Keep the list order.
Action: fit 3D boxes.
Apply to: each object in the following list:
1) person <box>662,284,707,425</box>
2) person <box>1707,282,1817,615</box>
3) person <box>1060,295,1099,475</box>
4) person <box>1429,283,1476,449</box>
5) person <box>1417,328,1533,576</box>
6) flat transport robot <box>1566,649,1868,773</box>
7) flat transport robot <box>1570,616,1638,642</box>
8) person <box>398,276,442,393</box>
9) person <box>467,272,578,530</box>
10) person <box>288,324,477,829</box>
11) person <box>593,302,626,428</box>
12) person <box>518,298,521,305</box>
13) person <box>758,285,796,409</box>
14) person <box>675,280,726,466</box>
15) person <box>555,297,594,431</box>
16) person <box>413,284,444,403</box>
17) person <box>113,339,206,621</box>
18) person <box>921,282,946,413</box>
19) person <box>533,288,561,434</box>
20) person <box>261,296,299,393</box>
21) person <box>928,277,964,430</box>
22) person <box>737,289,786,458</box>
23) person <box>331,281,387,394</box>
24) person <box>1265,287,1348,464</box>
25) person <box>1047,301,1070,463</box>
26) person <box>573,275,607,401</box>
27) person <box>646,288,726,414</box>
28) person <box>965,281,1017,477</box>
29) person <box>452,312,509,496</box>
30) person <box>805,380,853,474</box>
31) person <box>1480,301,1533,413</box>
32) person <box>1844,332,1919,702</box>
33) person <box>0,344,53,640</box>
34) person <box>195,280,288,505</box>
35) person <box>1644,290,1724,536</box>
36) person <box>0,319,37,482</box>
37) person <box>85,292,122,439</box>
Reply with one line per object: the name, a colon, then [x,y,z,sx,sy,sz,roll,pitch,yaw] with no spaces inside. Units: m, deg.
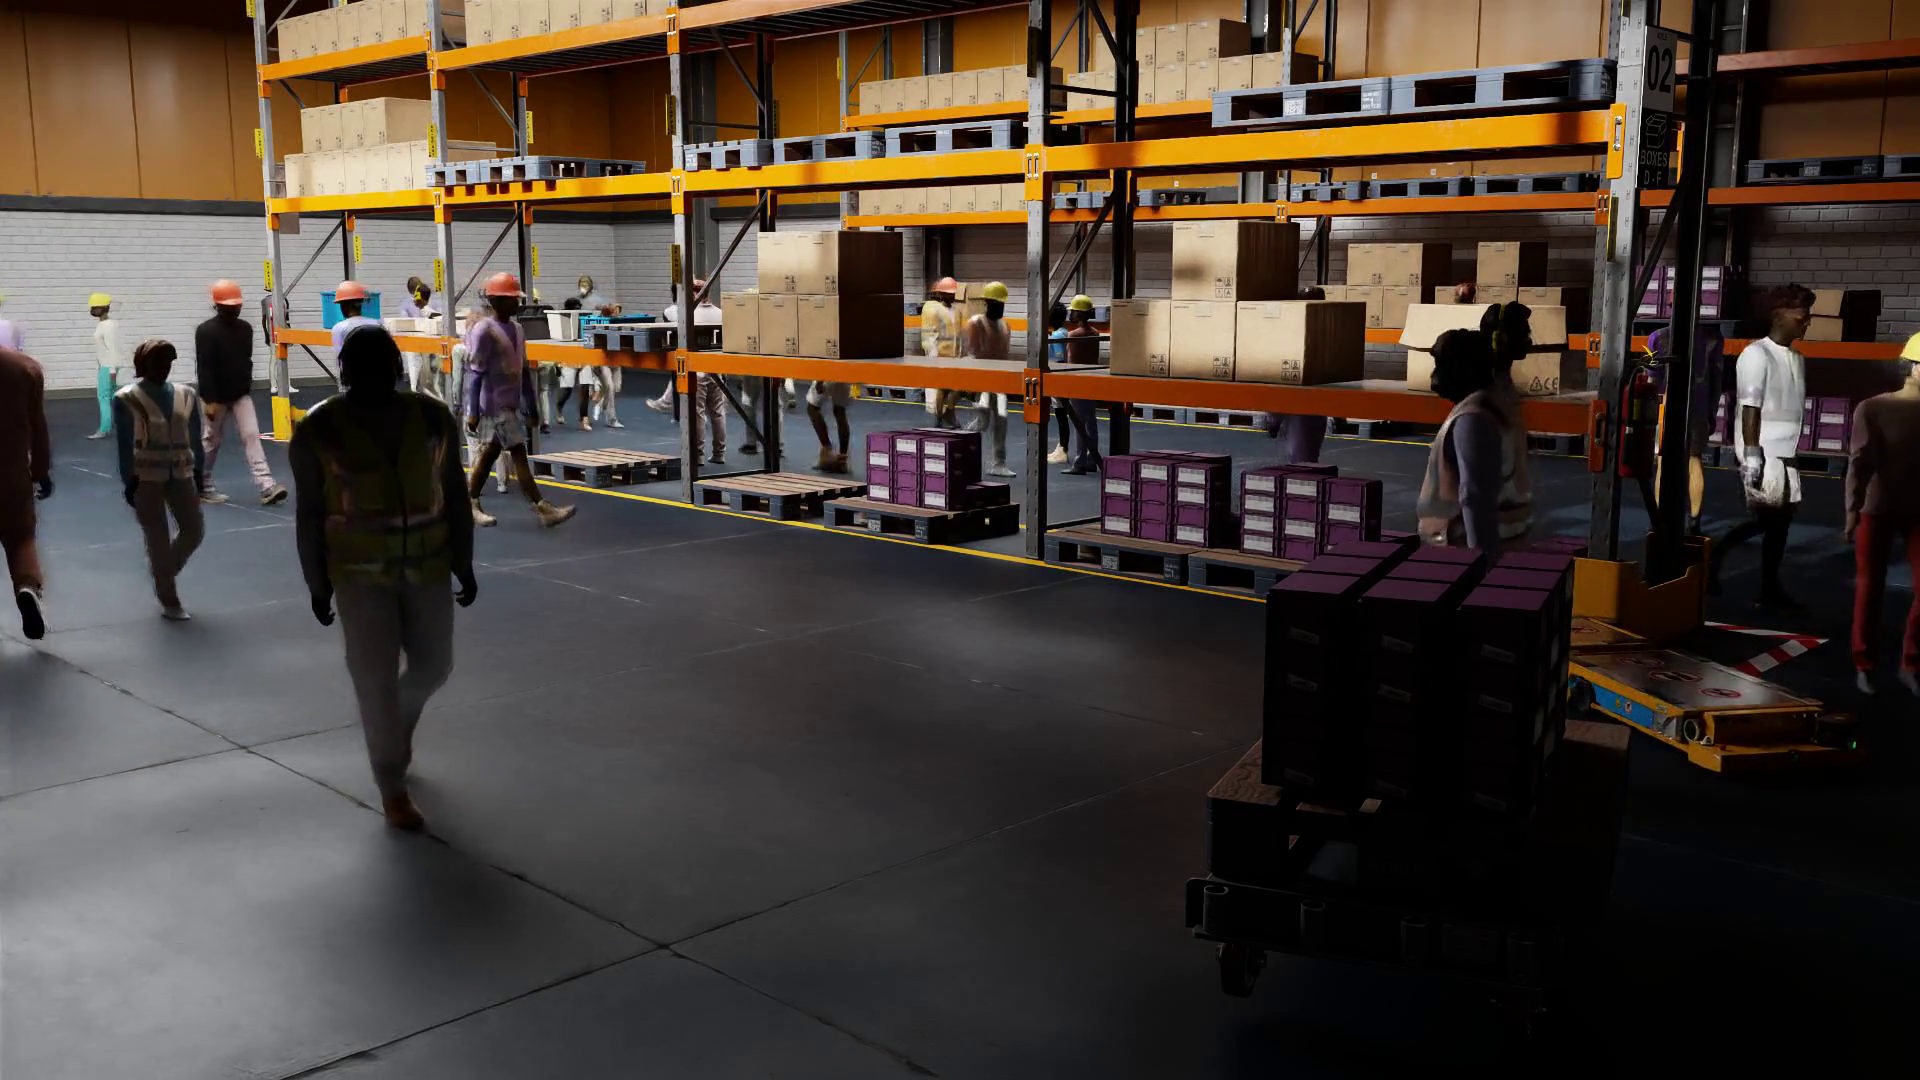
person: [-3.495,-2.371,21.278,0.603,1.873,0.988,-5,11,-30]
person: [4.710,-0.535,9.789,0.627,1.942,0.565,-7,12,-37]
person: [1.190,-1.526,16.406,0.306,1.770,0.532,6,11,33]
person: [5.363,-1.839,18.036,0.803,1.856,0.613,9,13,43]
person: [1.976,0.059,6.626,0.964,1.786,0.641,5,11,28]
flat transport robot: [3.189,0.708,7.282,0.652,0.197,1.431,-2,9,-10]
flat transport robot: [2.740,0.552,8.240,1.431,0.197,0.652,-2,9,-11]
person: [-8.350,-3.126,25.765,0.637,1.920,0.742,-8,12,-40]
person: [-3.486,-1.070,12.917,1.068,1.985,0.631,2,9,13]
person: [-2.155,0.105,6.228,0.630,1.825,0.749,-7,11,-36]
person: [-4.522,-2.247,21.289,0.623,1.612,0.525,8,12,40]
person: [-8.211,-3.868,30.239,0.356,1.936,0.551,7,12,38]
person: [-2.587,-2.714,23.403,0.615,1.861,0.597,-5,11,-28]
person: [-2.670,-1.713,17.124,0.407,1.910,0.640,9,13,43]
person: [-4.868,-2.204,20.855,0.538,1.677,0.670,-7,12,-37]
person: [-6.536,-2.232,20.540,0.447,1.831,0.543,-1,9,-3]
person: [-4.644,-0.353,9.649,0.468,1.627,0.521,7,12,36]
person: [-0.321,-2.698,23.408,0.430,1.836,0.619,-3,10,-17]
person: [-5.156,-2.143,20.062,0.626,1.807,0.523,-7,11,-35]
person: [-11.137,-3.334,27.170,0.520,1.873,0.328,2,10,15]
person: [-0.143,-2.309,20.736,0.566,1.916,0.441,-9,13,-44]
person: [-2.171,-1.793,17.931,0.648,1.795,0.744,-6,11,-31]
person: [-5.285,-1.306,14.621,0.624,1.915,0.570,7,12,38]
person: [2.602,-0.941,12.461,0.664,1.891,0.469,-8,12,-40]
person: [1.023,-1.646,17.355,0.321,1.696,0.530,1,9,4]
person: [-5.677,-3.055,25.326,0.629,1.925,0.446,5,10,26]
person: [-3.810,-2.706,23.168,1.123,1.908,0.660,2,9,12]
person: [0.254,-1.567,16.216,0.588,1.904,0.632,-9,13,-42]
person: [-4.271,-1.208,14.856,0.523,1.636,0.311,-6,11,-34]
person: [-1.265,-1.657,16.449,0.519,2.015,0.632,7,12,38]
person: [2.566,-0.200,7.962,0.319,1.871,0.532,2,10,15]
person: [4.396,-0.109,7.762,0.556,1.740,0.533,2,9,12]
person: [-5.193,-0.357,8.868,0.656,1.886,0.670,-7,12,-37]
person: [-6.176,-1.234,14.121,1.035,1.917,0.678,4,10,25]
person: [5.427,-0.975,12.533,0.542,1.930,0.366,2,9,11]
person: [-9.110,-1.475,15.760,0.983,1.884,0.604,5,10,28]
person: [-10.099,-2.081,19.855,0.682,1.745,0.531,-5,11,-30]
